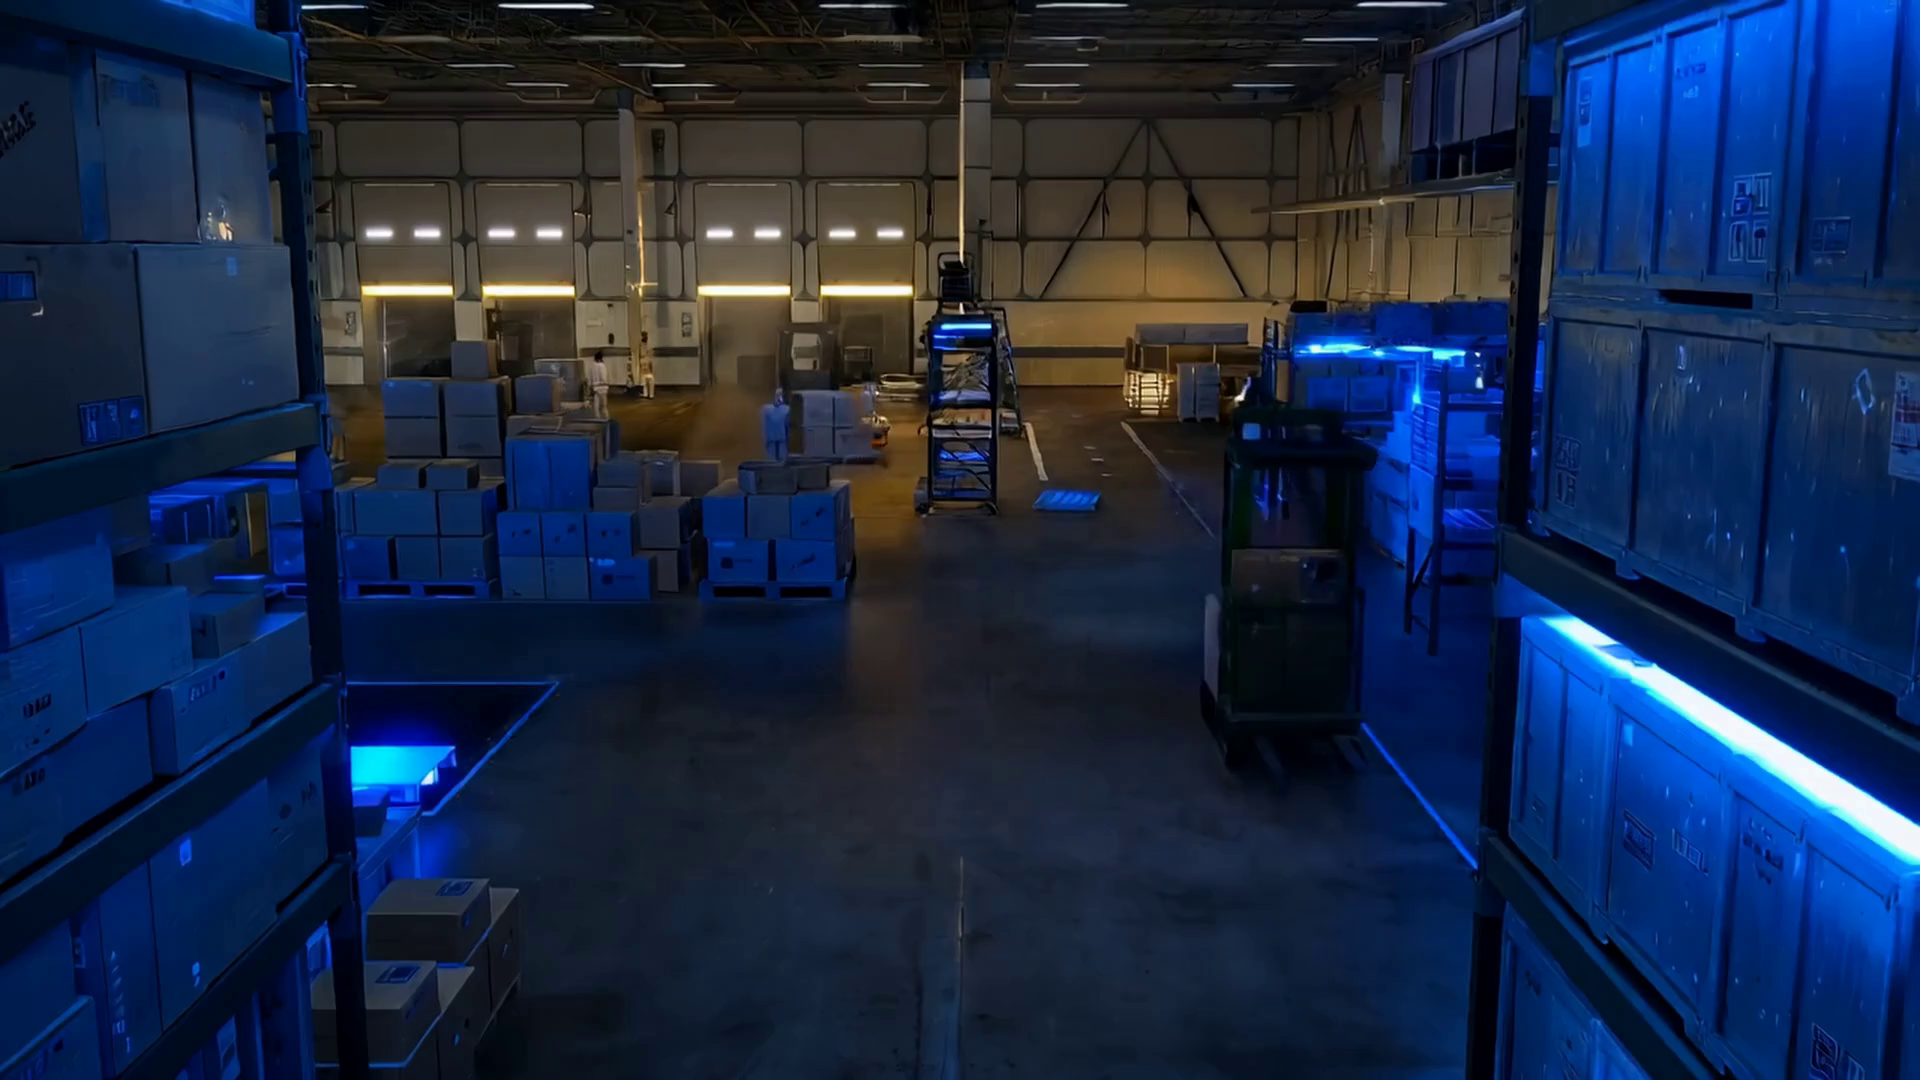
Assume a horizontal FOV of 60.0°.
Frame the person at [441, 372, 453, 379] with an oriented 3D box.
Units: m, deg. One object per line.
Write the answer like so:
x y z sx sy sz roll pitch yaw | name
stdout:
-9.466 -2.163 30.926 0.496 1.924 0.569 -2 10 -10 | person

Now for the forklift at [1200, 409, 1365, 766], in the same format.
2.690 0.295 14.000 1.129 2.768 1.873 0 10 1 | forklift

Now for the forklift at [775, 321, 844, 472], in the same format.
-2.991 -2.754 31.594 1.129 2.768 1.873 -3 10 -18 | forklift

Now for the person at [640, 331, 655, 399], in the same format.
-8.863 -4.953 47.032 0.386 1.929 0.544 -10 14 -44 | person

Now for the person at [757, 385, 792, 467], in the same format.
-3.125 -1.650 27.986 0.644 1.924 0.565 -6 11 -30 | person

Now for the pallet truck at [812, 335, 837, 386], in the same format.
-3.021 -4.312 43.126 1.885 1.965 0.823 3 10 17 | pallet truck

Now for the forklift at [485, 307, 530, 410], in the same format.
-10.753 -4.150 39.645 1.129 2.768 1.873 0 10 1 | forklift

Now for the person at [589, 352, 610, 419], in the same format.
-8.190 -3.328 37.777 0.355 1.883 0.572 6 12 31 | person
